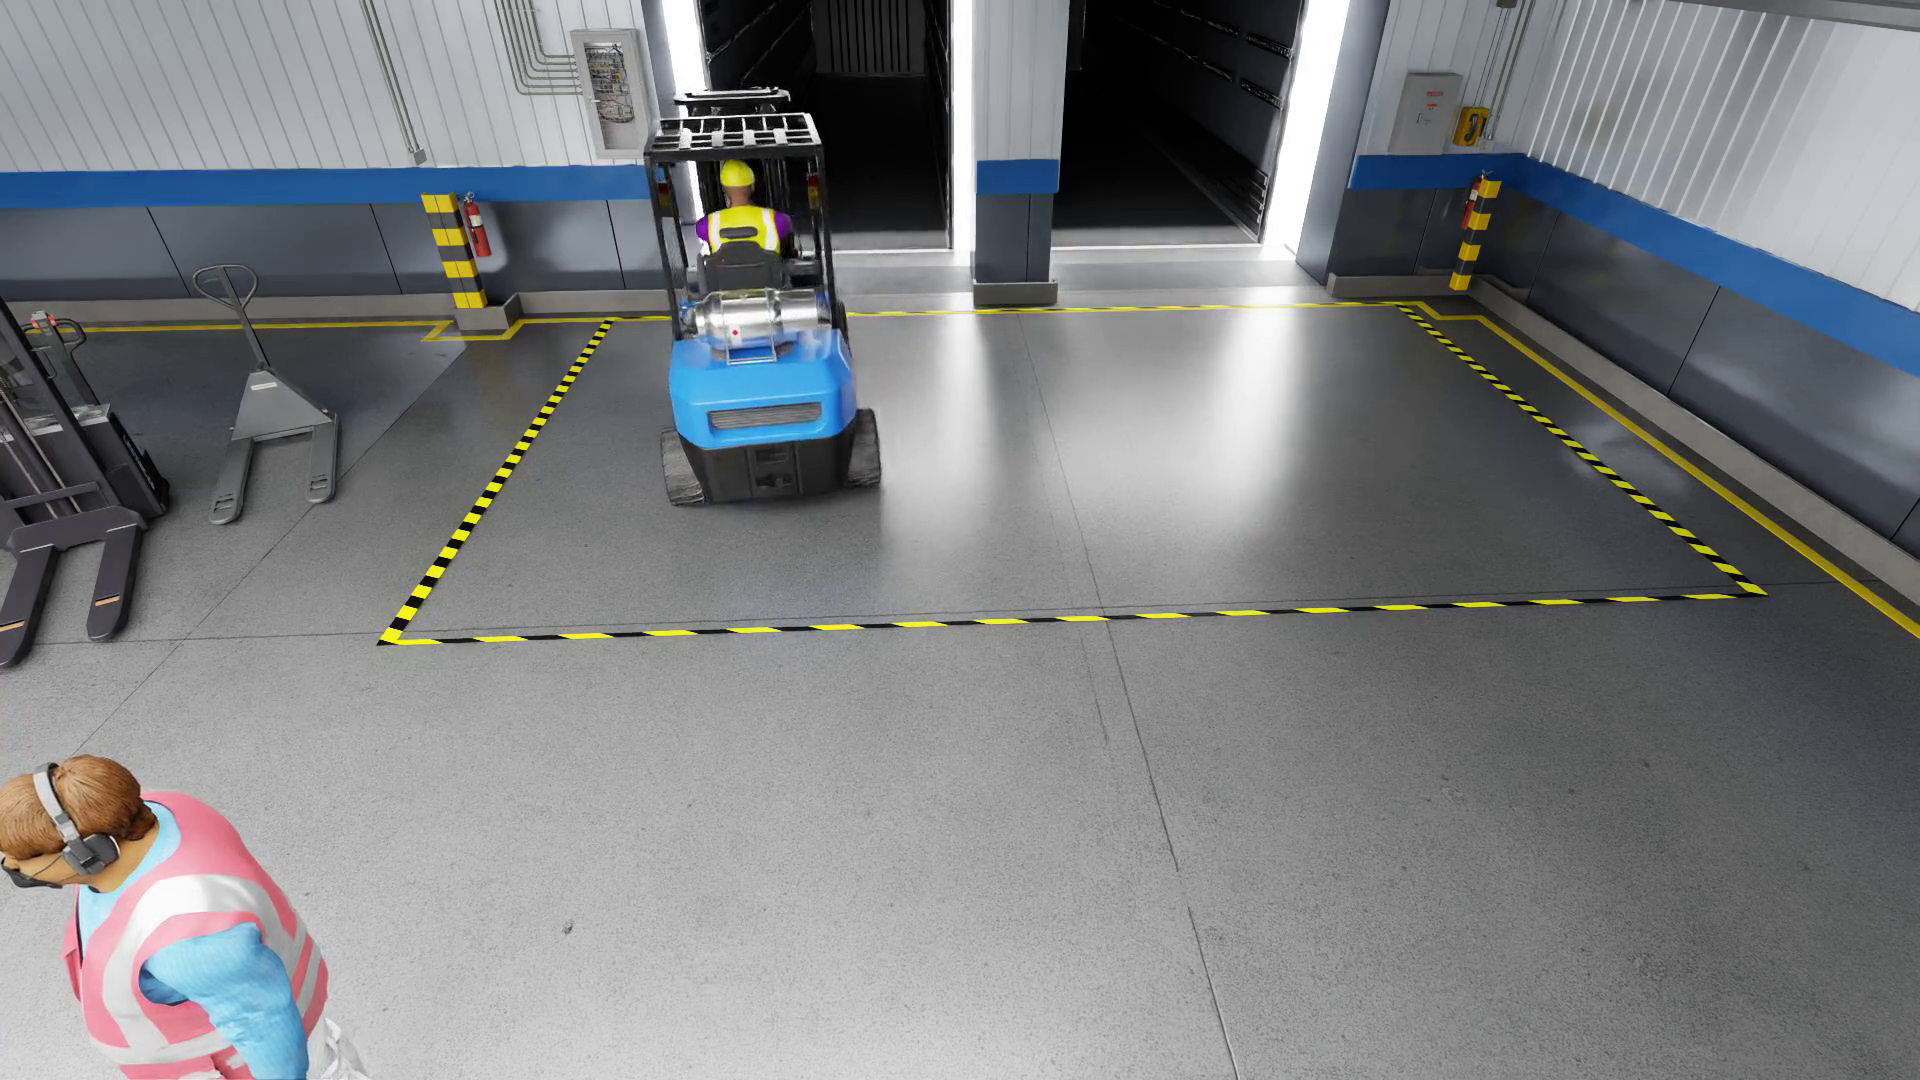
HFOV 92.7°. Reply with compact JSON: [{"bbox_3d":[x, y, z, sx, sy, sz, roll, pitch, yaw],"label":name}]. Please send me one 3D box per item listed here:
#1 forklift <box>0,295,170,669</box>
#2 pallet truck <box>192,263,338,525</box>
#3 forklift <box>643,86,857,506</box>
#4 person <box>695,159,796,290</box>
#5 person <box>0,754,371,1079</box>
[{"bbox_3d":[-5.212,-0.618,4.878,0.823,1.965,1.885,-20,39,-26],"label":"forklift"},{"bbox_3d":[-4.778,-1.027,6.128,0.680,1.201,1.601,-17,38,-23],"label":"pallet truck"},{"bbox_3d":[-1.402,-1.767,6.218,1.157,2.036,2.680,-7,35,-10],"label":"forklift"},{"bbox_3d":[-1.406,-1.955,6.161,0.635,1.294,1.004,-7,35,-10],"label":"person"},{"bbox_3d":[-1.852,1.230,2.357,0.632,1.842,0.429,26,43,32],"label":"person"}]
